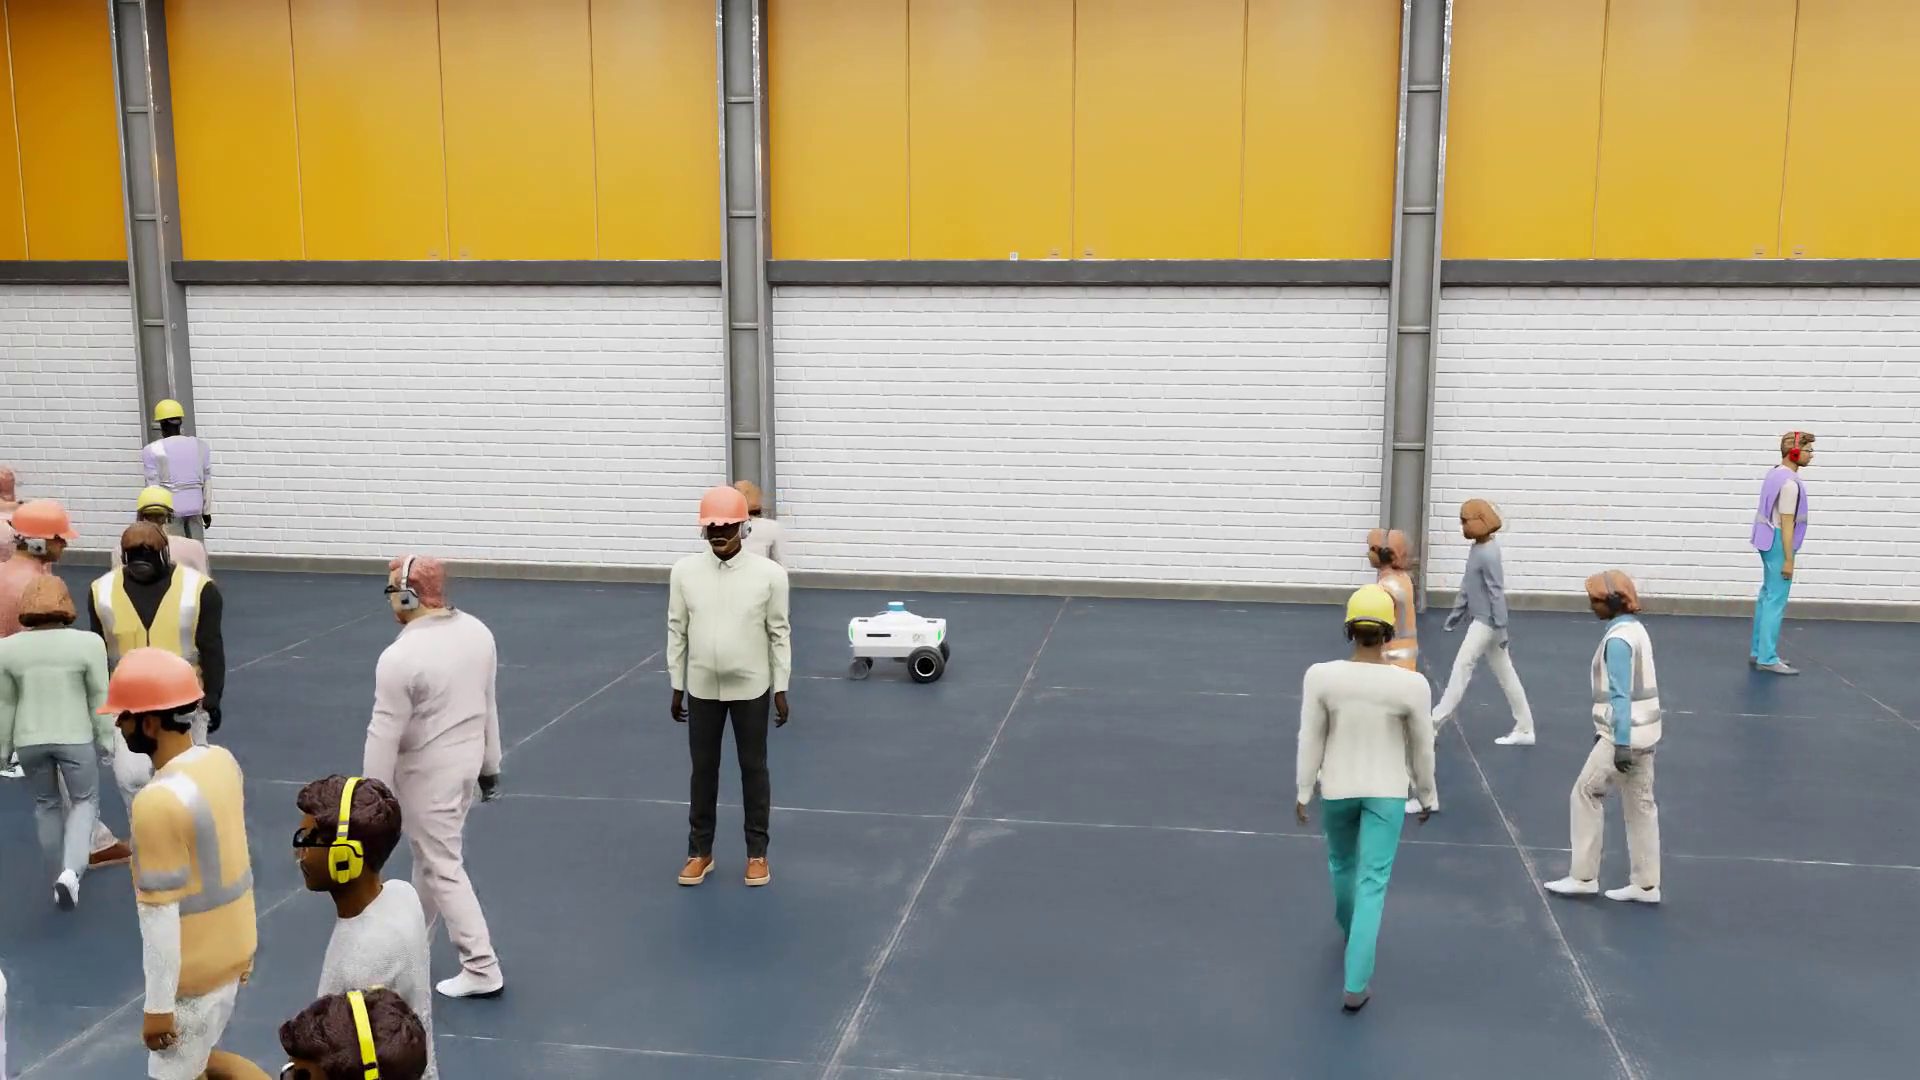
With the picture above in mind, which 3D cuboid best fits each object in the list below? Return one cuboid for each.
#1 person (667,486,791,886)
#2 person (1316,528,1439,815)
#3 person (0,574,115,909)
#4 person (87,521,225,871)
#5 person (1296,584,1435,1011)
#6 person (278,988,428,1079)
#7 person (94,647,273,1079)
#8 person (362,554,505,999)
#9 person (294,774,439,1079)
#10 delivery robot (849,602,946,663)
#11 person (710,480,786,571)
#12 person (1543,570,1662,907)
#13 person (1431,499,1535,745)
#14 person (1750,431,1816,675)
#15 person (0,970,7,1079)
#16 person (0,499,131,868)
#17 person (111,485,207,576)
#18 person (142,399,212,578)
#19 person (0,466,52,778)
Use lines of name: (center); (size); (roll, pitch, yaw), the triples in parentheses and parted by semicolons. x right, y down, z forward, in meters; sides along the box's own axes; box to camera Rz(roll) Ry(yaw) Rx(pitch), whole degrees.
person: (-1.141, 0.719, 8.198); (0.611, 1.996, 0.387); (1, 9, 5)
person: (2.338, 0.728, 9.361); (0.849, 1.595, 0.558); (4, 10, 23)
person: (-4.264, 0.972, 7.825); (0.510, 1.616, 0.540); (-3, 10, -15)
person: (-3.992, 0.793, 8.307); (0.637, 1.820, 0.444); (-3, 10, -16)
person: (1.730, 1.036, 7.048); (0.549, 1.721, 0.867); (4, 10, 23)
person: (-0.924, 1.643, 2.975); (0.803, 1.849, 0.516); (-4, 10, -25)
person: (-2.278, 1.266, 5.075); (0.580, 1.923, 0.554); (-1, 9, -6)
person: (-2.261, 0.983, 6.958); (0.824, 1.869, 0.669); (3, 10, 18)
person: (-1.411, 1.465, 3.980); (0.328, 1.873, 0.521); (-2, 9, -12)
delivery robot: (-0.467, 0.707, 12.416); (0.707, 0.478, 0.477); (1, 9, 5)
person: (-1.500, 0.386, 11.421); (0.530, 1.601, 0.744); (-5, 10, -28)
person: (3.110, 0.942, 7.978); (0.640, 1.606, 0.530); (6, 11, 33)
person: (3.286, 0.530, 10.631); (0.905, 1.583, 0.480); (2, 9, 14)
person: (6.184, 0.093, 12.564); (0.383, 1.837, 0.569); (3, 10, 16)
person: (-2.236, 1.531, 3.524); (0.917, 1.900, 0.612); (5, 11, 29)
person: (-4.660, 0.764, 8.236); (0.646, 1.918, 0.928); (6, 11, 34)
person: (-4.851, 0.539, 10.102); (0.523, 1.744, 0.539); (-8, 12, -41)
person: (-6.787, -0.260, 14.451); (0.366, 1.926, 0.587); (7, 11, 35)
person: (-5.701, 0.493, 9.935); (0.521, 1.888, 0.660); (-1, 9, -9)
